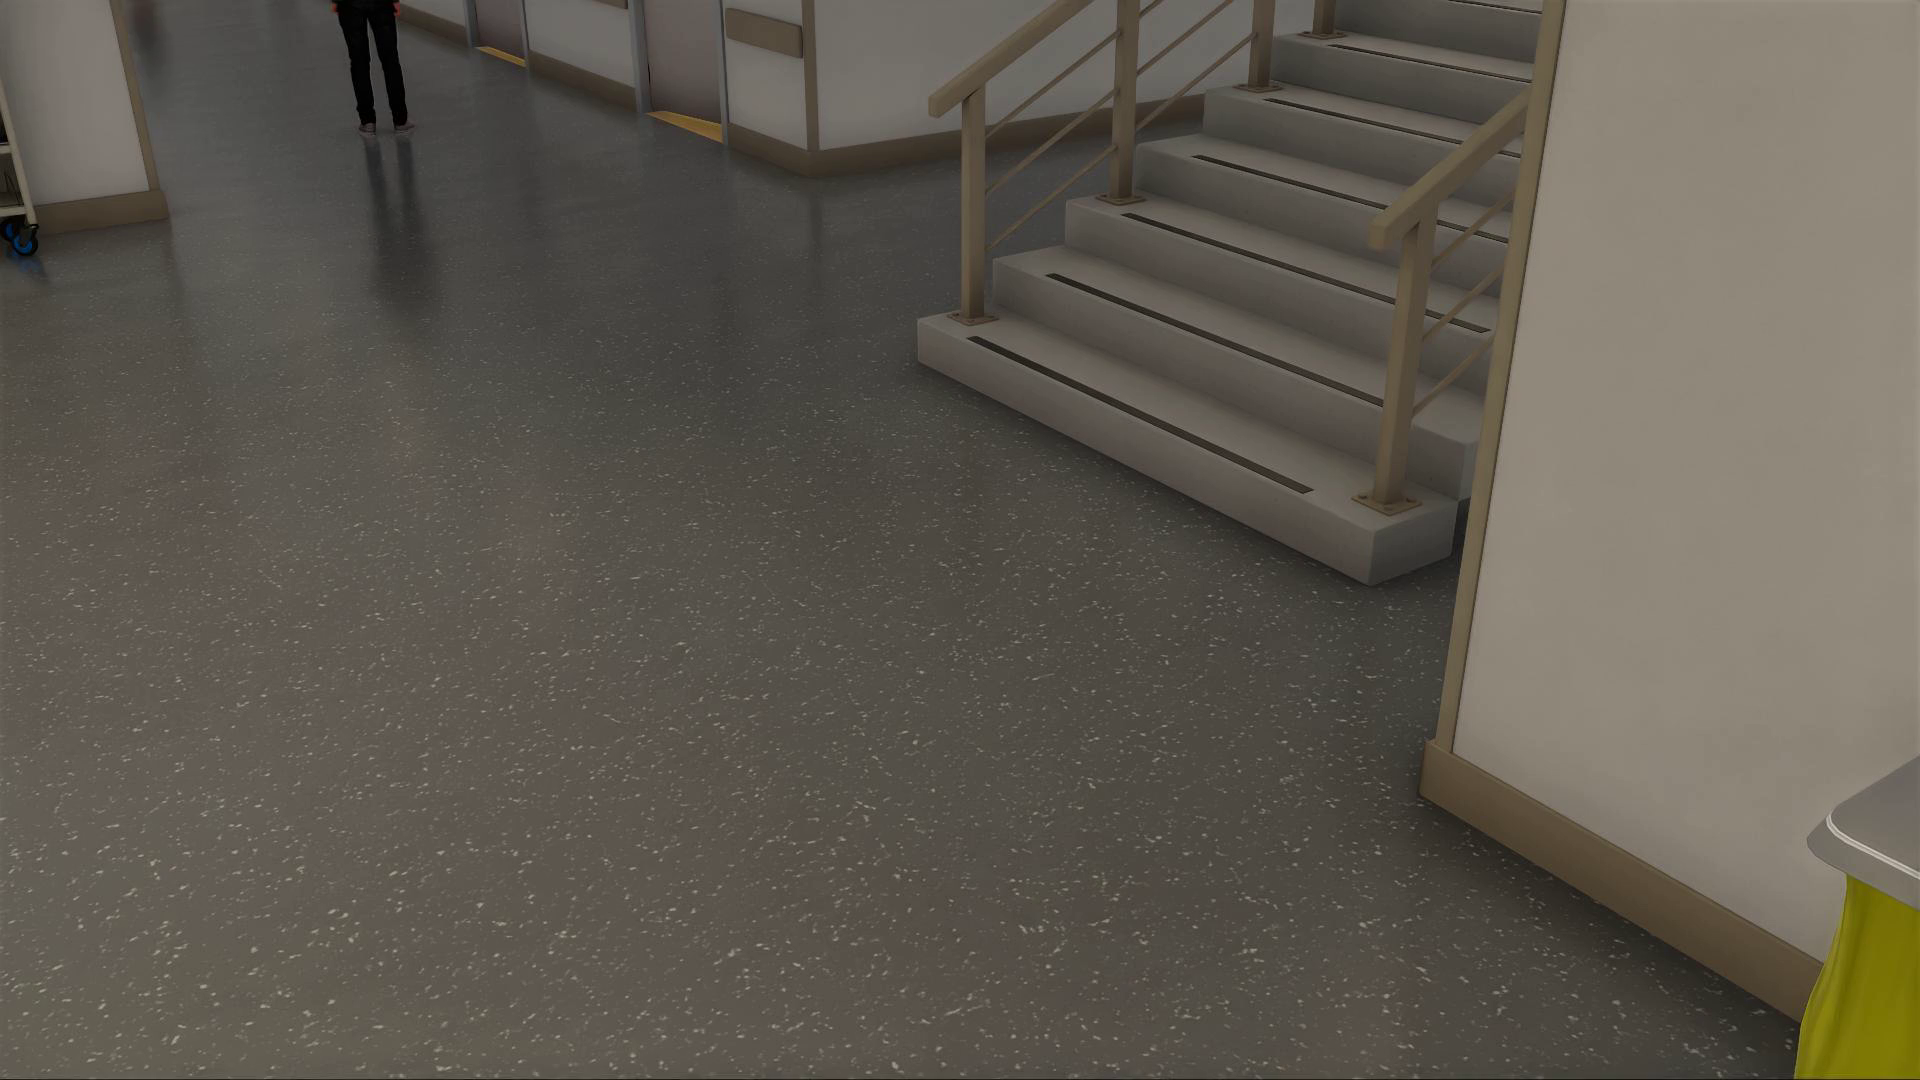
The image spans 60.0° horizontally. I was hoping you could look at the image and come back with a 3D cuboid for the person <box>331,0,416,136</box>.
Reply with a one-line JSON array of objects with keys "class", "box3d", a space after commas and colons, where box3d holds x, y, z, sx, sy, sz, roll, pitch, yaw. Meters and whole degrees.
[{"class": "person", "box3d": [-3.997, -3.631, 11.148, 0.575, 1.760, 0.741, -7, 27, -14]}]
